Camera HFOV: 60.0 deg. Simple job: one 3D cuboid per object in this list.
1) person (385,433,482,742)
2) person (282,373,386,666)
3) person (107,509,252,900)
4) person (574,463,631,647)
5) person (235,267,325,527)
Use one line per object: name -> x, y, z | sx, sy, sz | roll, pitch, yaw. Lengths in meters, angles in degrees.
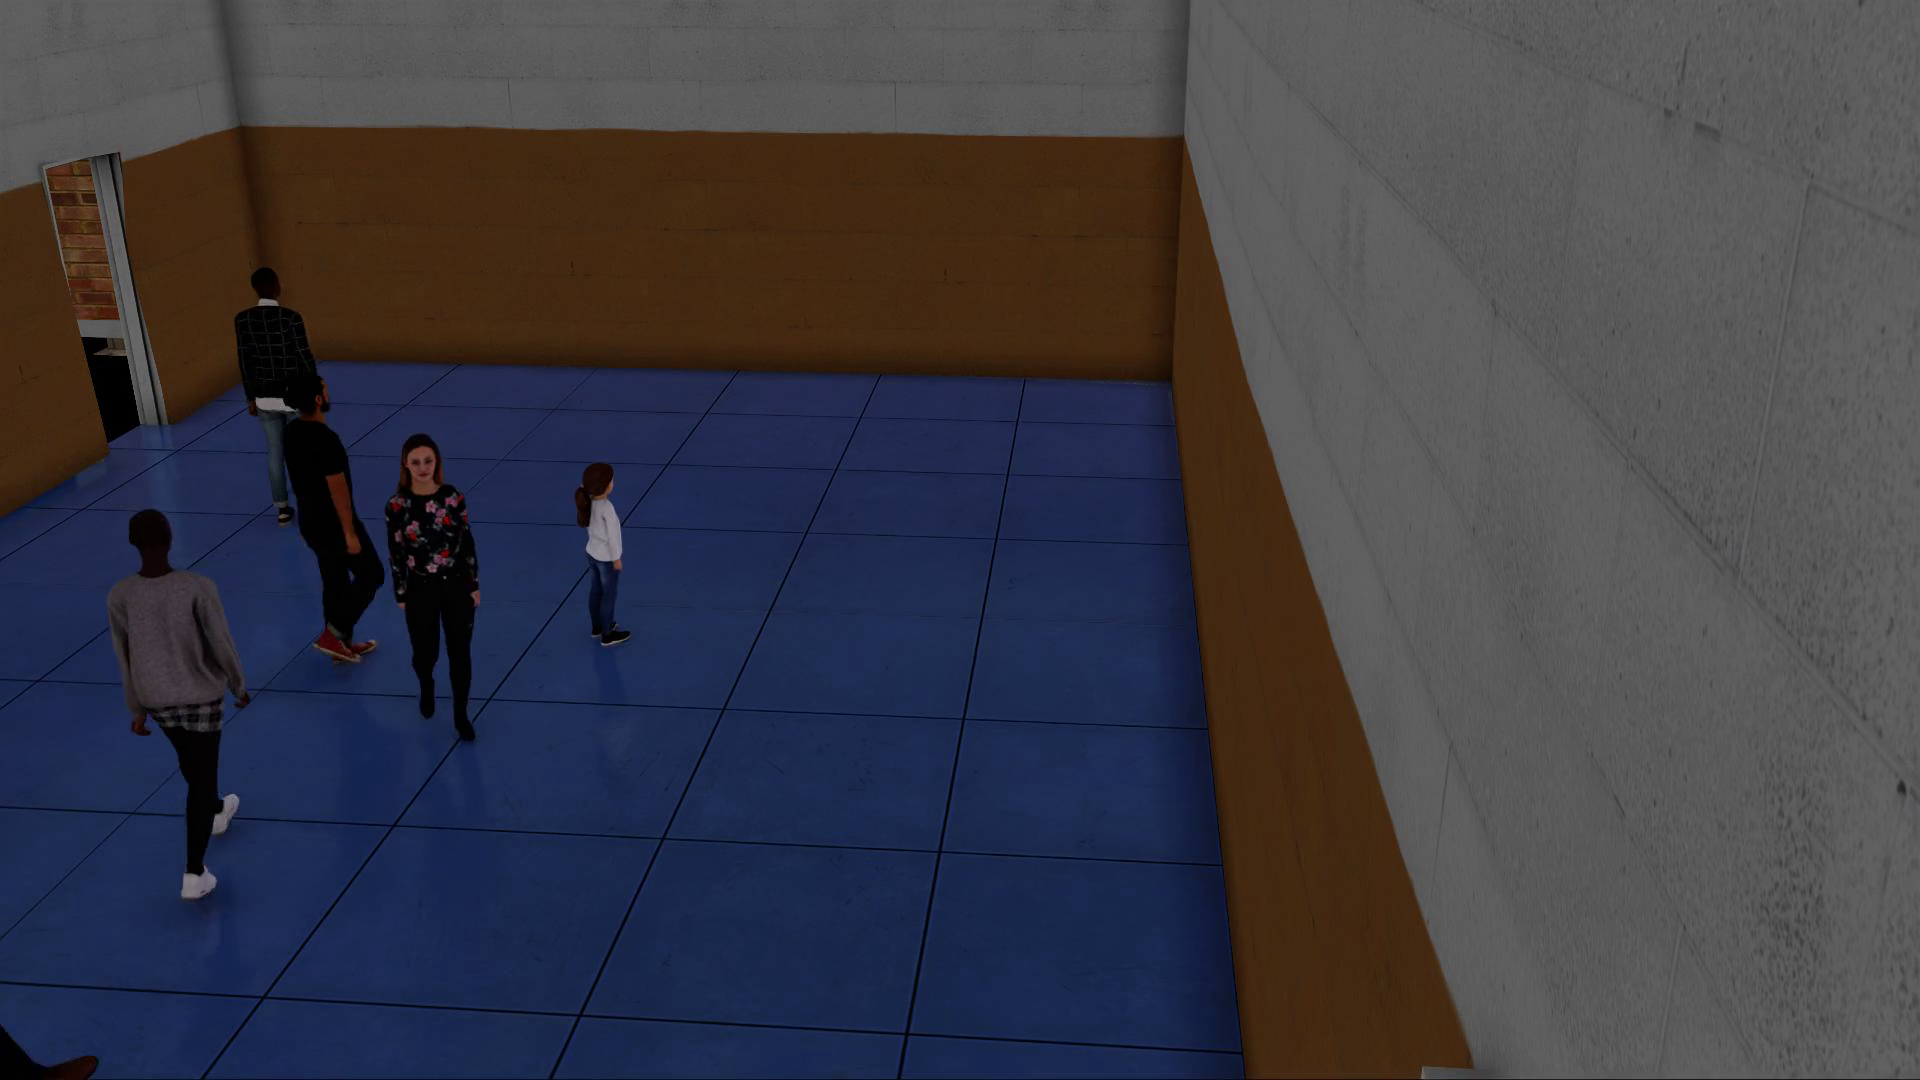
person -> -2.751, 0.232, 8.720 | 0.758, 1.672, 0.809 | -12, 25, -27
person -> -3.604, -0.064, 9.355 | 0.798, 1.749, 0.870 | 17, 27, 36
person -> -3.454, 0.752, 7.349 | 1.172, 1.730, 0.884 | -3, 22, -7
person -> -2.130, 0.070, 9.881 | 0.583, 1.108, 0.522 | -18, 28, -37
person -> -4.718, -0.991, 11.566 | 0.514, 1.820, 0.734 | 0, 22, 0
